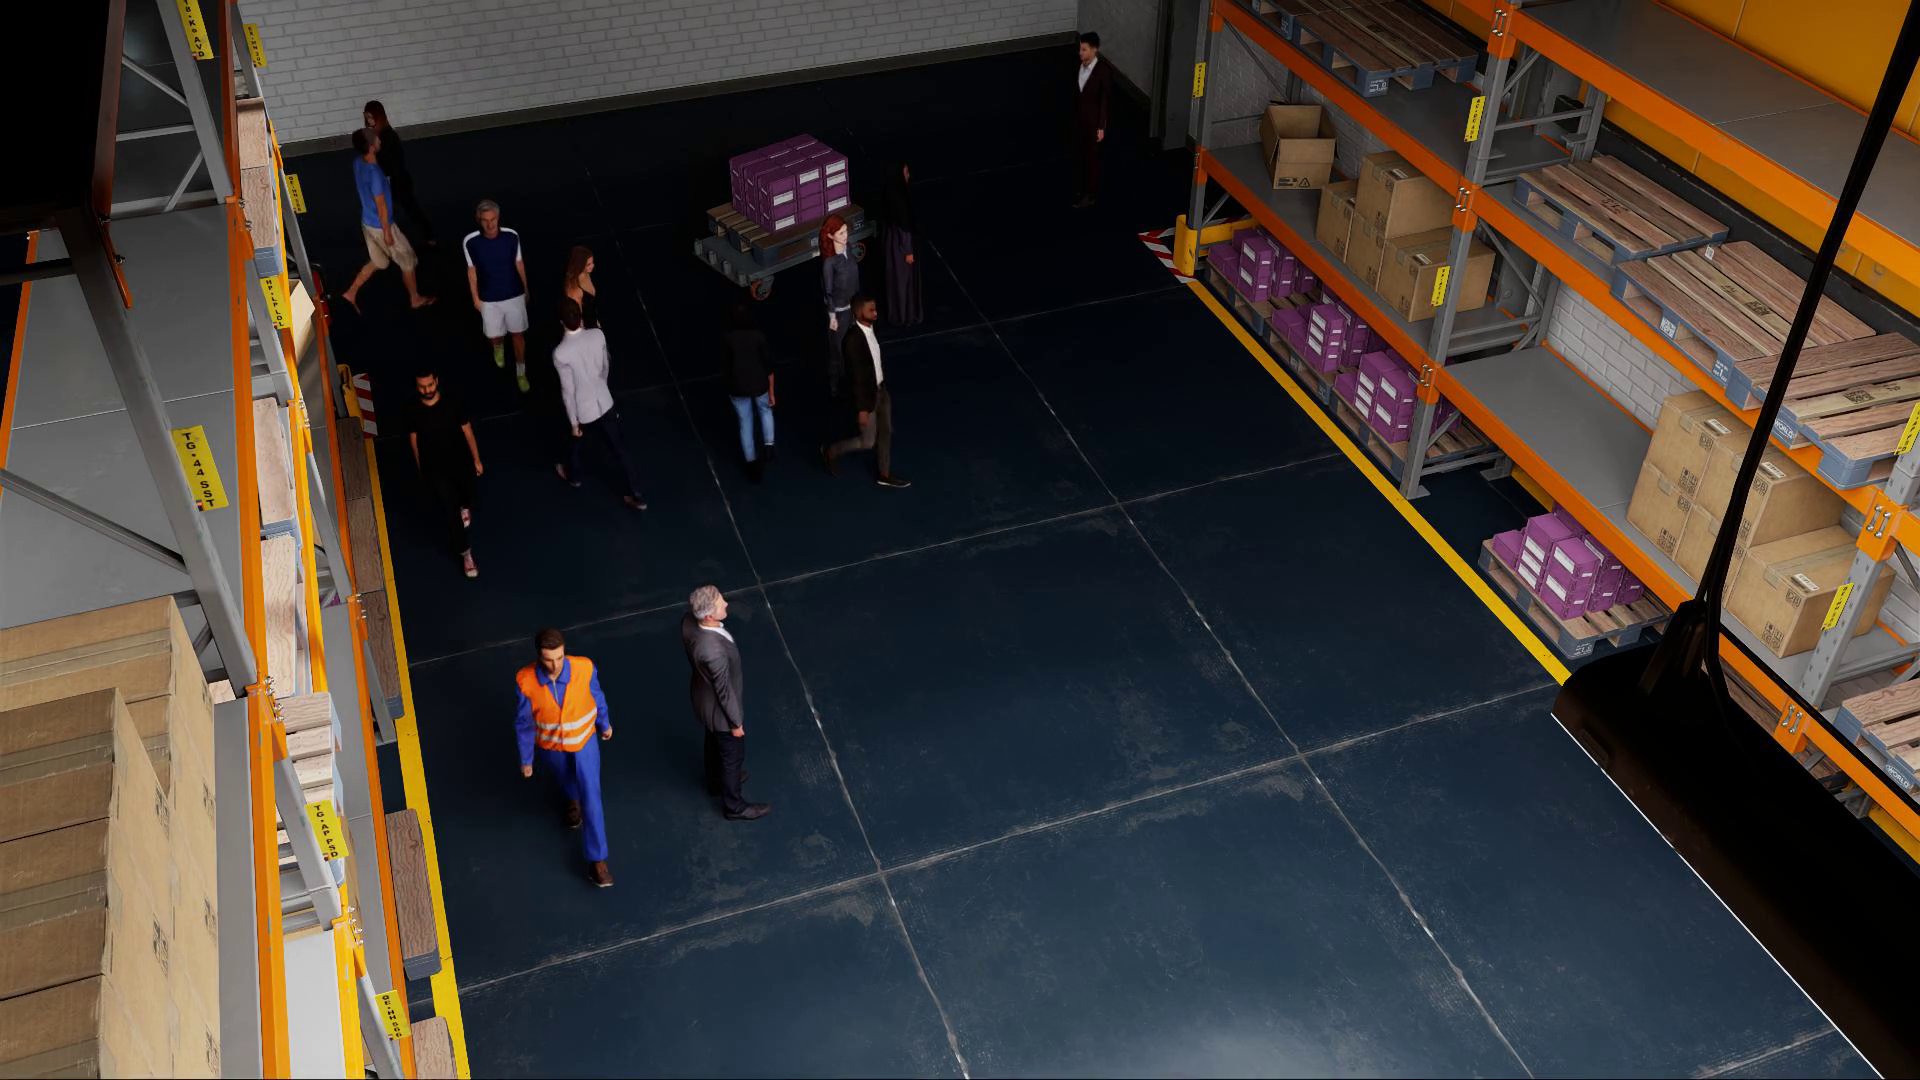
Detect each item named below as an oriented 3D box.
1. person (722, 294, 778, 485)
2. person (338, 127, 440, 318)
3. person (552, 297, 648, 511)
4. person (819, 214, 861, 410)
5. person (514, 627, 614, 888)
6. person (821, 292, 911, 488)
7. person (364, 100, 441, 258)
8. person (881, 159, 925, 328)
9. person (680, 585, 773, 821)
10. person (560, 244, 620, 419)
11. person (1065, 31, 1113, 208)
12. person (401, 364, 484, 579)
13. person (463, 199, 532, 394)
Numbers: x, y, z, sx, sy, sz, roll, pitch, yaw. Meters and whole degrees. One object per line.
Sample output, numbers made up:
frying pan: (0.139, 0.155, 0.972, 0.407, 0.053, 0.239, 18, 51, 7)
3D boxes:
person: (-1.677, -1.141, 13.245, 0.605, 1.677, 0.654, -5, 39, -6)
person: (-5.408, -2.861, 15.273, 0.952, 1.835, 1.137, -27, 46, -30)
person: (-2.825, -0.993, 12.963, 1.317, 1.798, 1.057, 32, 48, 33)
person: (-1.020, -1.969, 14.200, 0.707, 1.779, 0.643, 15, 41, 18)
person: (-2.430, 1.180, 10.236, 0.783, 1.805, 1.209, -9, 40, -12)
person: (-0.806, -1.151, 13.173, 1.081, 1.783, 1.029, 13, 40, 15)
person: (-5.411, -3.523, 16.232, 0.804, 1.672, 0.863, -22, 44, -26)
person: (-0.555, -2.748, 15.307, 0.651, 1.615, 0.507, -13, 40, -16)
person: (-1.506, 1.000, 10.432, 0.802, 1.842, 0.592, -19, 42, -22)
person: (-3.218, -1.740, 13.977, 0.804, 1.699, 0.791, 0, 39, -1)
person: (1.394, -4.342, 17.113, 0.880, 1.852, 0.796, -29, 47, -31)
person: (-3.856, -0.606, 12.525, 0.664, 1.740, 1.040, -14, 41, -17)
person: (-3.993, -2.162, 14.401, 0.651, 1.829, 0.848, -14, 41, -17)
